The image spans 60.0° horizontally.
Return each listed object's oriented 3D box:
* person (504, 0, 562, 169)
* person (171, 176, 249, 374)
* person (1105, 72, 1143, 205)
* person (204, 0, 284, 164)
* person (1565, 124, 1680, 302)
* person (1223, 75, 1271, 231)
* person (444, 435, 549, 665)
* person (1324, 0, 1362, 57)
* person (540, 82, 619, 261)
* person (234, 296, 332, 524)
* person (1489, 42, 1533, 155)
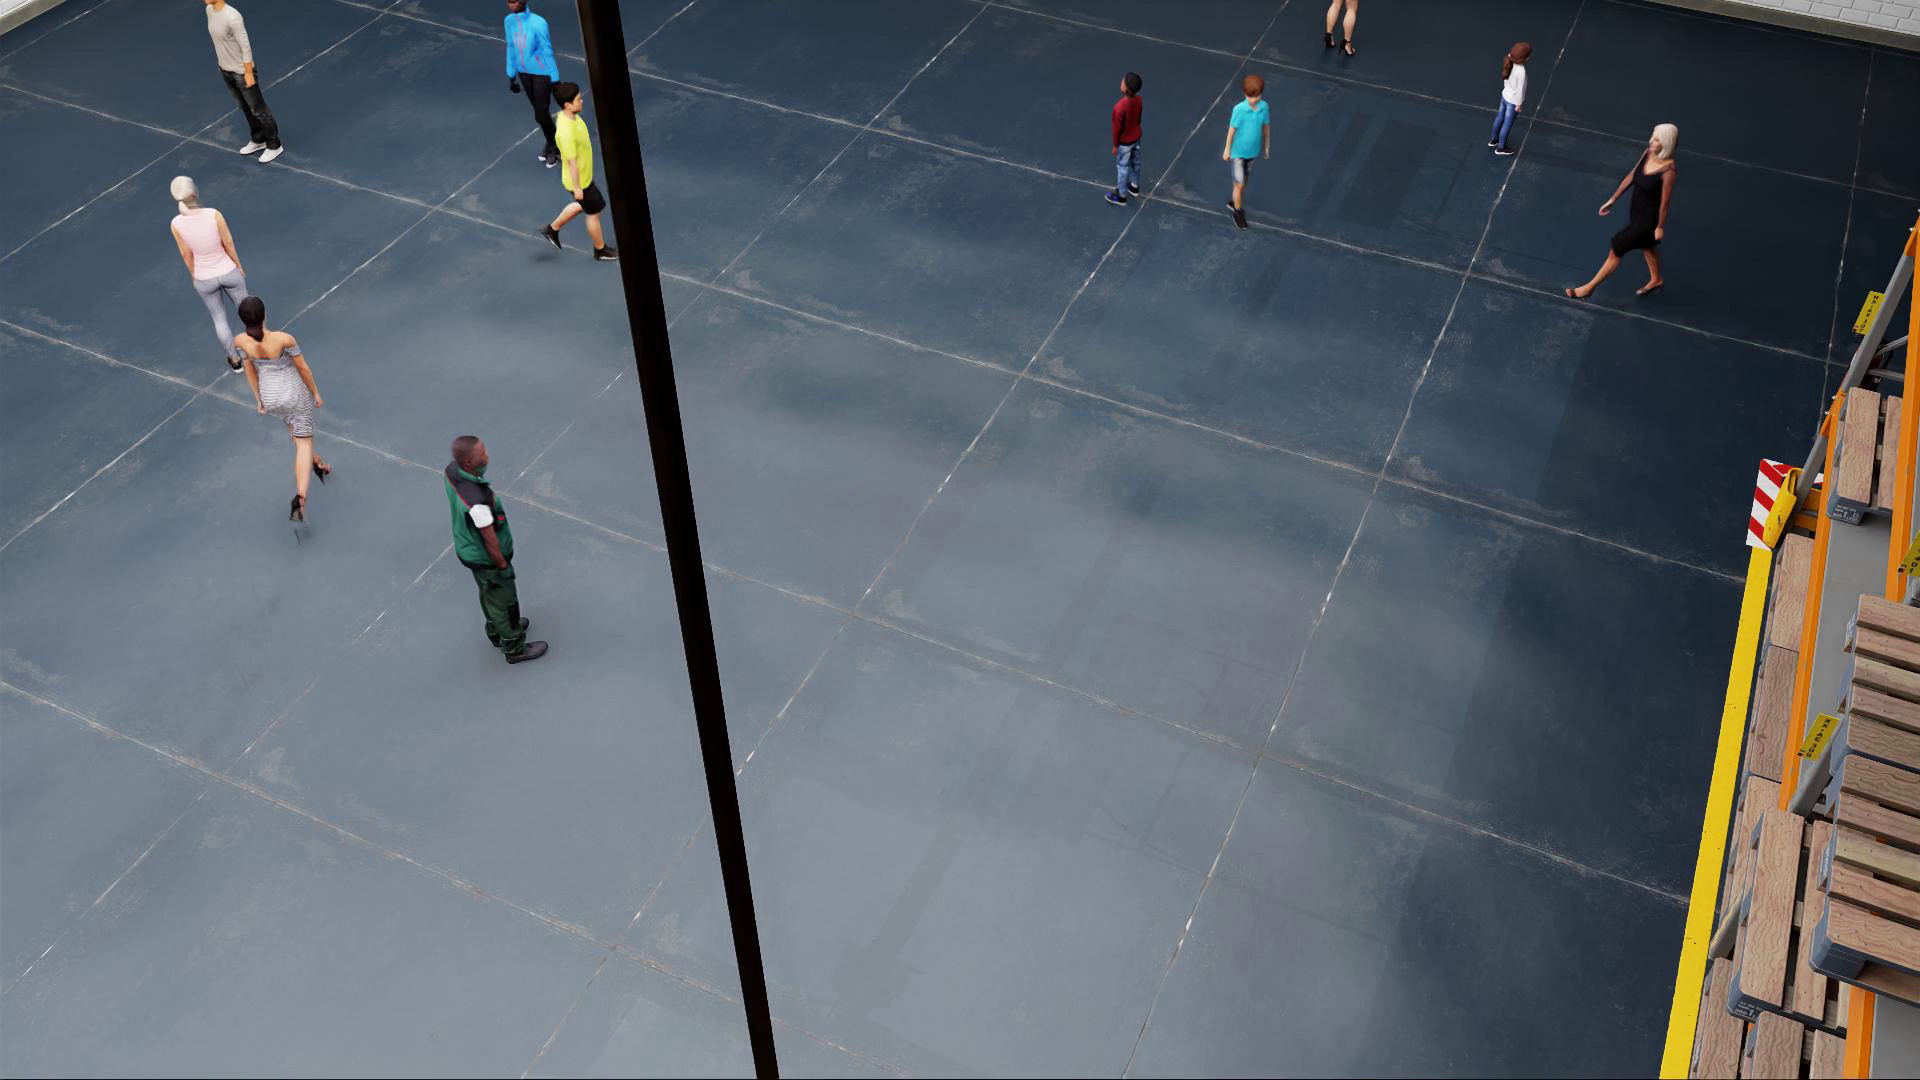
[{"bbox_3d":[-3.918,-4.401,15.581,0.632,1.782,0.595,18,46,18],"label":"person"},{"bbox_3d":[-5.908,-2.107,13.216,0.619,1.722,0.694,-18,46,-18],"label":"person"},{"bbox_3d":[1.543,-3.688,15.217,0.608,1.253,0.497,31,52,28],"label":"person"},{"bbox_3d":[-6.759,-4.442,15.603,0.689,1.812,0.614,27,50,25],"label":"person"},{"bbox_3d":[5.781,-2.685,13.854,0.983,1.680,1.128,-1,44,-1],"label":"person"},{"bbox_3d":[2.530,-3.562,14.956,0.750,1.431,0.807,-16,46,-16],"label":"person"},{"bbox_3d":[-3.092,0.063,10.854,0.800,1.839,0.788,-24,49,-23],"label":"person"},{"bbox_3d":[4.022,-5.842,17.141,0.744,1.718,0.739,-30,51,-27],"label":"person"},{"bbox_3d":[-3.368,-3.139,14.323,0.991,1.691,0.982,-7,44,-8],"label":"person"},{"bbox_3d":[-4.847,-0.923,11.924,0.894,1.792,1.149,1,44,1],"label":"person"},{"bbox_3d":[5.277,-4.246,15.906,0.597,1.111,0.529,-8,44,-8],"label":"person"}]
